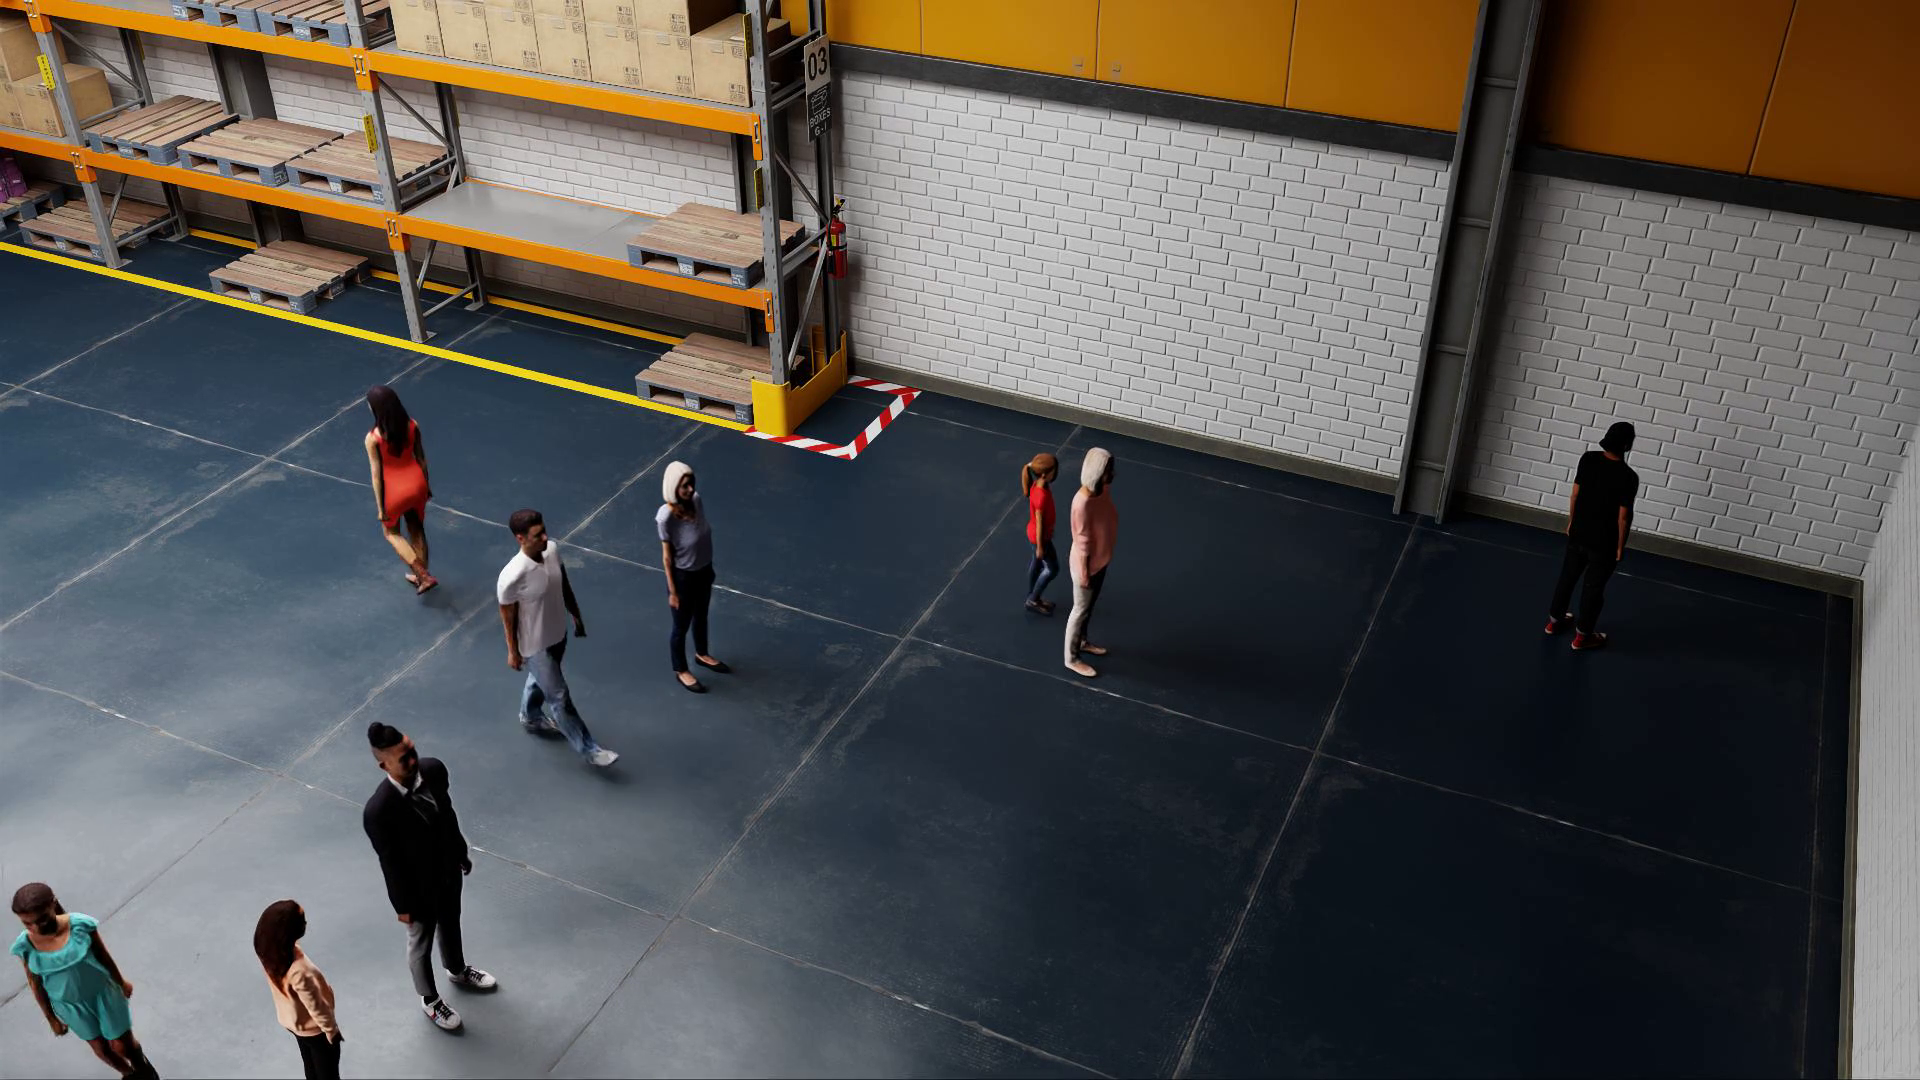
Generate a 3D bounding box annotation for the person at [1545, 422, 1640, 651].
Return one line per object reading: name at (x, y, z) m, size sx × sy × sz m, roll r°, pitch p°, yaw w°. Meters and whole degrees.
person at (4.385, -0.040, 11.475) m, size 0.782 × 1.759 × 0.680 m, roll -21°, pitch 39°, yaw -28°

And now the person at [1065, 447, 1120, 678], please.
person at (0.882, 0.119, 11.267) m, size 0.531 × 1.724 × 0.614 m, roll 12°, pitch 35°, yaw 17°

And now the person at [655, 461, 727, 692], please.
person at (-1.823, 0.219, 11.120) m, size 0.521 × 1.720 × 0.573 m, roll 18°, pitch 38°, yaw 25°

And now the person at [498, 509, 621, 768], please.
person at (-2.694, 0.587, 10.486) m, size 1.121 × 1.811 × 0.666 m, roll 15°, pitch 36°, yaw 21°

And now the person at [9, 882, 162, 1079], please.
person at (-4.363, 2.215, 8.278) m, size 0.667 × 1.542 × 0.720 m, roll -15°, pitch 36°, yaw -21°

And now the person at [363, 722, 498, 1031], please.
person at (-2.804, 1.706, 8.673) m, size 0.568 × 1.953 × 0.690 m, roll 14°, pitch 36°, yaw 20°

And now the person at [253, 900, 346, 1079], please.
person at (-3.190, 2.335, 8.152) m, size 0.538 × 1.481 × 0.683 m, roll 26°, pitch 42°, yaw 33°

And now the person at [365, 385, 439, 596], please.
person at (-3.948, -0.303, 11.914) m, size 0.821 × 1.711 × 0.730 m, roll 28°, pitch 42°, yaw 35°

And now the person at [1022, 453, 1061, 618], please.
person at (0.518, -0.035, 11.876) m, size 0.604 × 1.307 × 0.582 m, roll 2°, pitch 34°, yaw 2°
